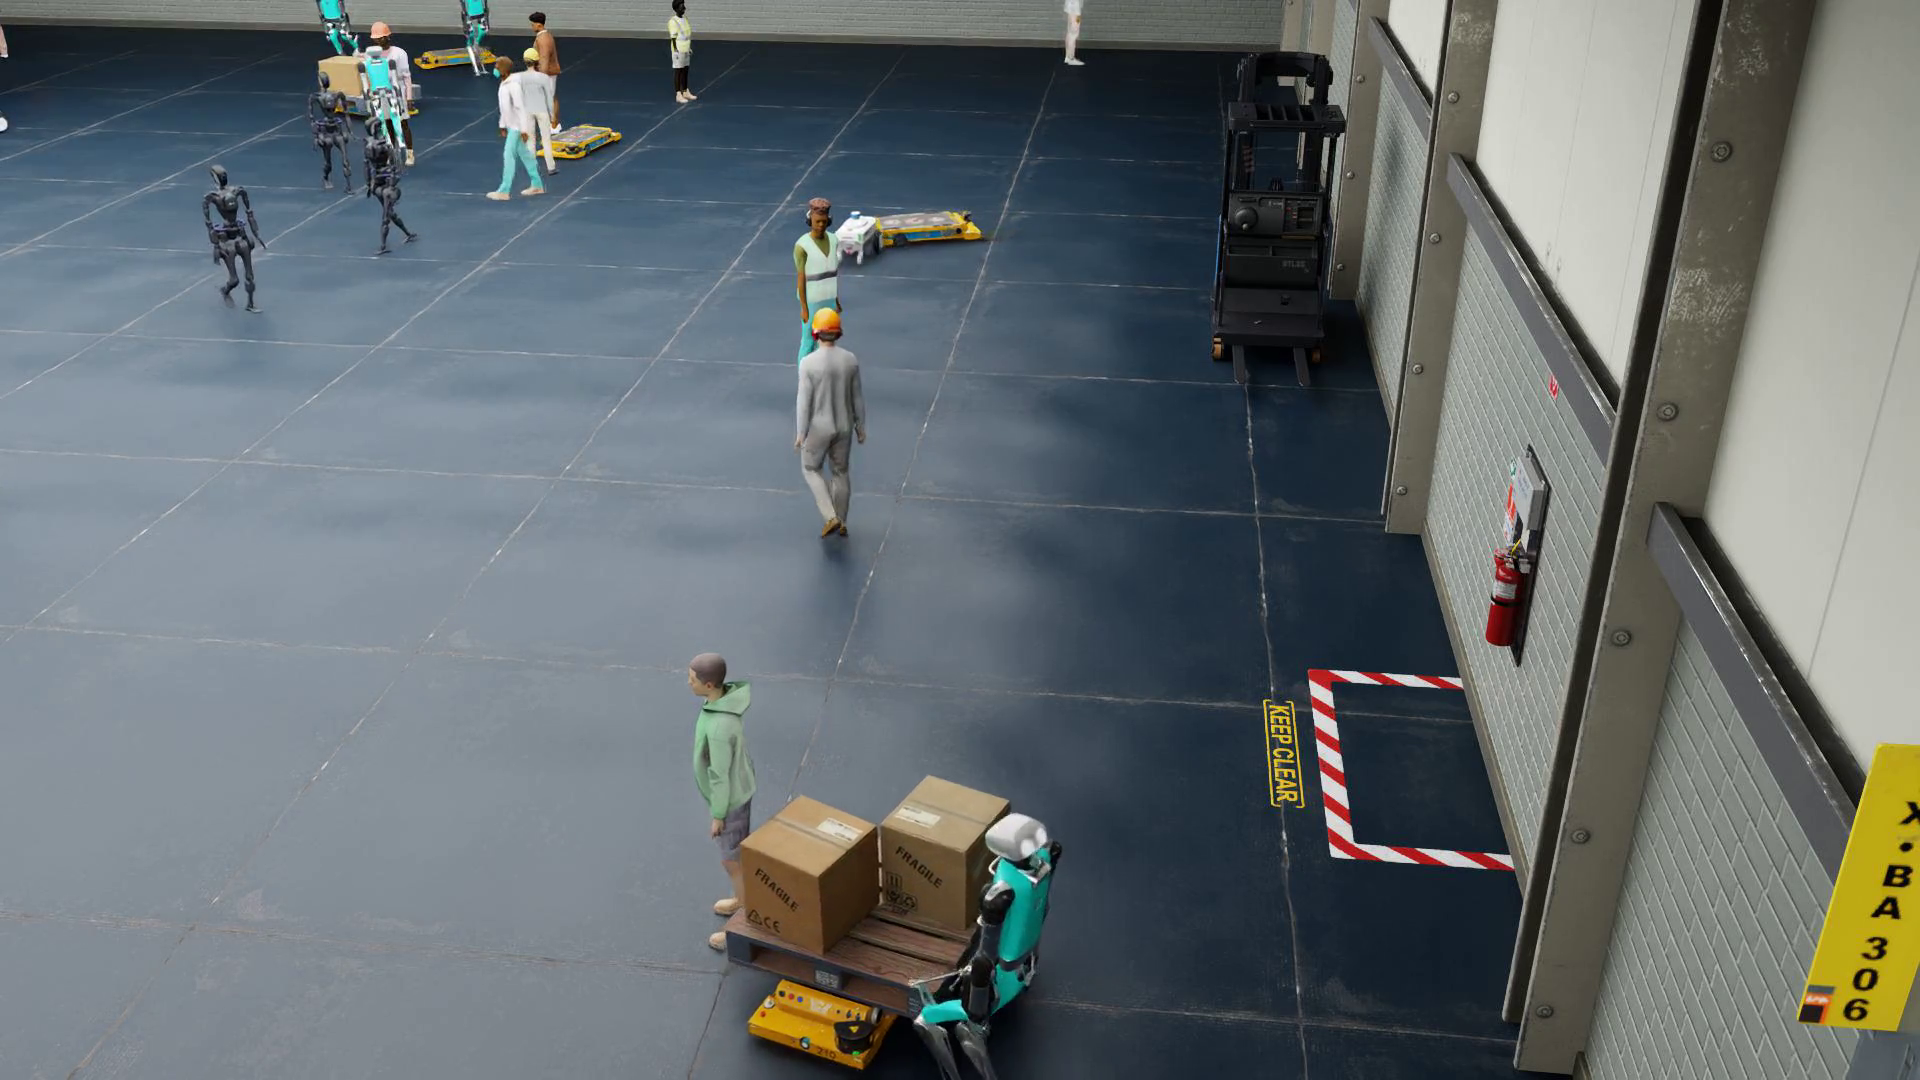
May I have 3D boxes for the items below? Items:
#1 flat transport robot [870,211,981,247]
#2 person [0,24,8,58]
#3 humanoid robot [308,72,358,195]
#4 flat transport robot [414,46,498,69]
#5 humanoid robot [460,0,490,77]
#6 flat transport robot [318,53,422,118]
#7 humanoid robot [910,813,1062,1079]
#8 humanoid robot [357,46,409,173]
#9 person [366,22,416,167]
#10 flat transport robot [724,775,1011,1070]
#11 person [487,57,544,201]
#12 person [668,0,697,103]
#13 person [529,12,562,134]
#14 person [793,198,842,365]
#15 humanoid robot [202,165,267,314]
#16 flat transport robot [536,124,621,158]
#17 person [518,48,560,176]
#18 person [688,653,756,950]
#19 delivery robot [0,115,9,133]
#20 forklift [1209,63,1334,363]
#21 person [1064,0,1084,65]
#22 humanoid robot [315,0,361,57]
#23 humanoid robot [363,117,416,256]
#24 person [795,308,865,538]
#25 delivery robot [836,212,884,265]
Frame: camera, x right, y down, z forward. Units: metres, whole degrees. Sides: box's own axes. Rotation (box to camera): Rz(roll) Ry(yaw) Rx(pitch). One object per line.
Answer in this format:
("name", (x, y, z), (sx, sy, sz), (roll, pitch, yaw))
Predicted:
("flat transport robot", (-0.506, -3.923, 20.970), (1.431, 0.231, 0.659), (-6, 27, -13))
("person", (-18.415, -10.019, 31.312), (0.403, 1.909, 0.642), (19, 32, 33))
("humanoid robot", (-8.603, -5.580, 22.754), (0.601, 1.639, 0.746), (-21, 33, -36))
("flat transport robot", (-9.442, -9.042, 31.190), (1.431, 0.231, 0.659), (-14, 30, -26))
("humanoid robot", (-8.786, -9.214, 29.900), (0.611, 1.790, 0.836), (-24, 35, -39))
("flat transport robot", (-9.656, -7.105, 27.322), (1.431, 0.231, 0.659), (16, 31, 28))
("humanoid robot", (0.054, 1.962, 7.584), (0.727, 1.790, 0.531), (16, 31, 29))
("humanoid robot", (-8.123, -6.007, 23.583), (0.544, 1.843, 0.783), (-12, 29, -22))
("person", (-8.198, -6.406, 23.950), (0.614, 2.041, 0.373), (2, 27, 4))
("flat transport robot", (-0.482, 2.176, 8.794), (0.659, 0.231, 1.431), (11, 29, 21))
("person", (-6.098, -5.531, 22.380), (0.916, 1.884, 0.515), (-15, 30, -27))
("person", (-4.682, -8.242, 27.997), (0.318, 1.696, 0.534), (10, 28, 19))
("person", (-6.427, -7.277, 25.909), (0.413, 1.845, 0.786), (-4, 27, -9))
("person", (-1.340, -2.273, 15.773), (0.409, 1.978, 0.485), (23, 35, 38))
("humanoid robot", (-7.934, -3.291, 18.145), (0.433, 1.646, 0.592), (19, 32, 32))
("flat transport robot", (-5.765, -6.034, 25.184), (0.659, 0.231, 1.431), (8, 28, 16))
("person", (-5.999, -6.060, 23.565), (0.532, 1.766, 0.324), (1, 27, 3))
("person", (-1.229, 1.363, 8.788), (0.315, 1.735, 0.478), (-3, 27, -5))
("delivery robot", (-15.382, -6.607, 26.026), (0.519, 0.609, 0.781), (15, 30, 28))
("forklift", (3.241, -3.477, 17.183), (1.129, 2.768, 1.873), (3, 27, 6))
("person", (2.117, -9.817, 30.944), (0.380, 1.874, 0.512), (-3, 27, -7))
("humanoid robot", (-10.998, -9.015, 29.618), (0.544, 1.876, 0.767), (4, 27, 8))
("humanoid robot", (-7.017, -4.351, 20.308), (0.585, 1.635, 0.771), (16, 31, 29))
("person", (-1.028, -0.896, 13.147), (0.607, 1.867, 0.555), (-14, 30, -26))
("delivery robot", (-1.252, -3.692, 20.168), (0.499, 0.575, 0.754), (6, 27, 12))
